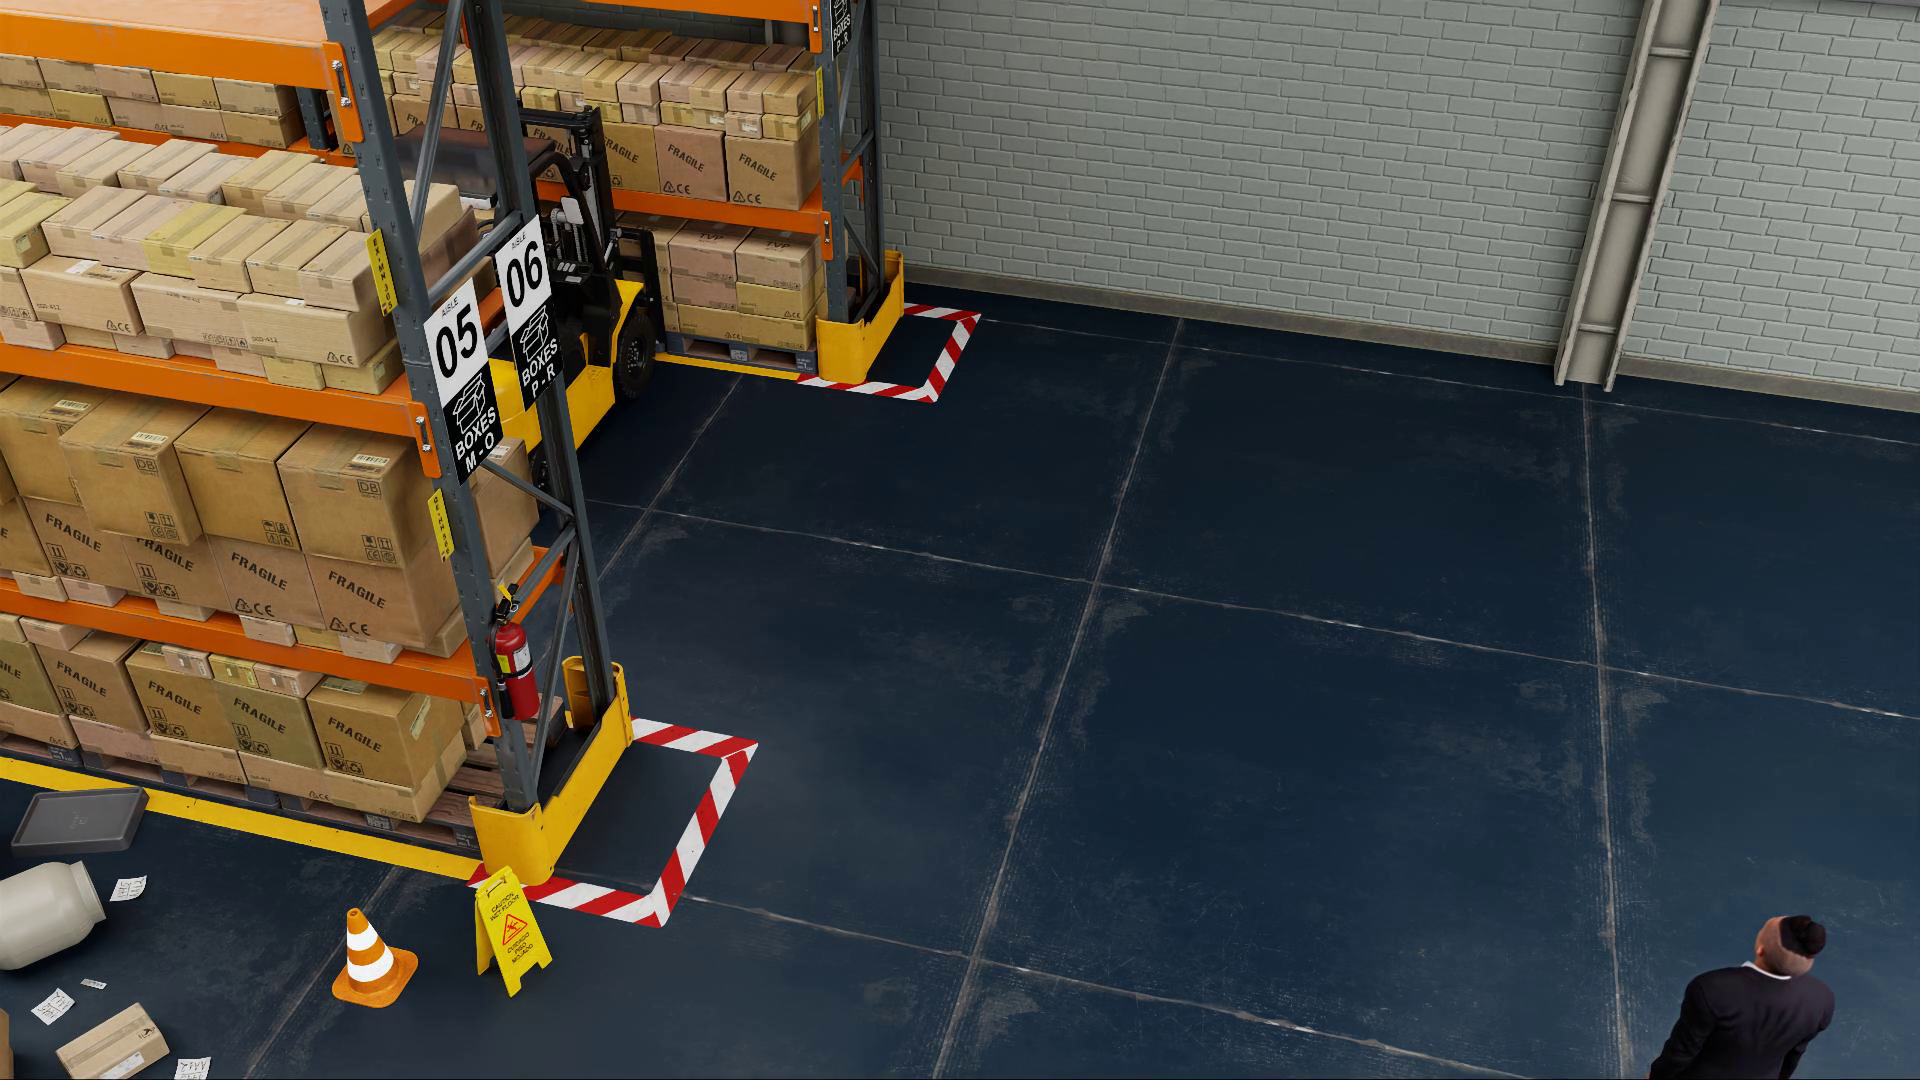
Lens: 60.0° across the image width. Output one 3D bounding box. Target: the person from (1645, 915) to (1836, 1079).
[{"bbox_3d":[2.923,2.064,6.358,0.640,1.950,0.827,-1,37,-1],"label":"person"}]
